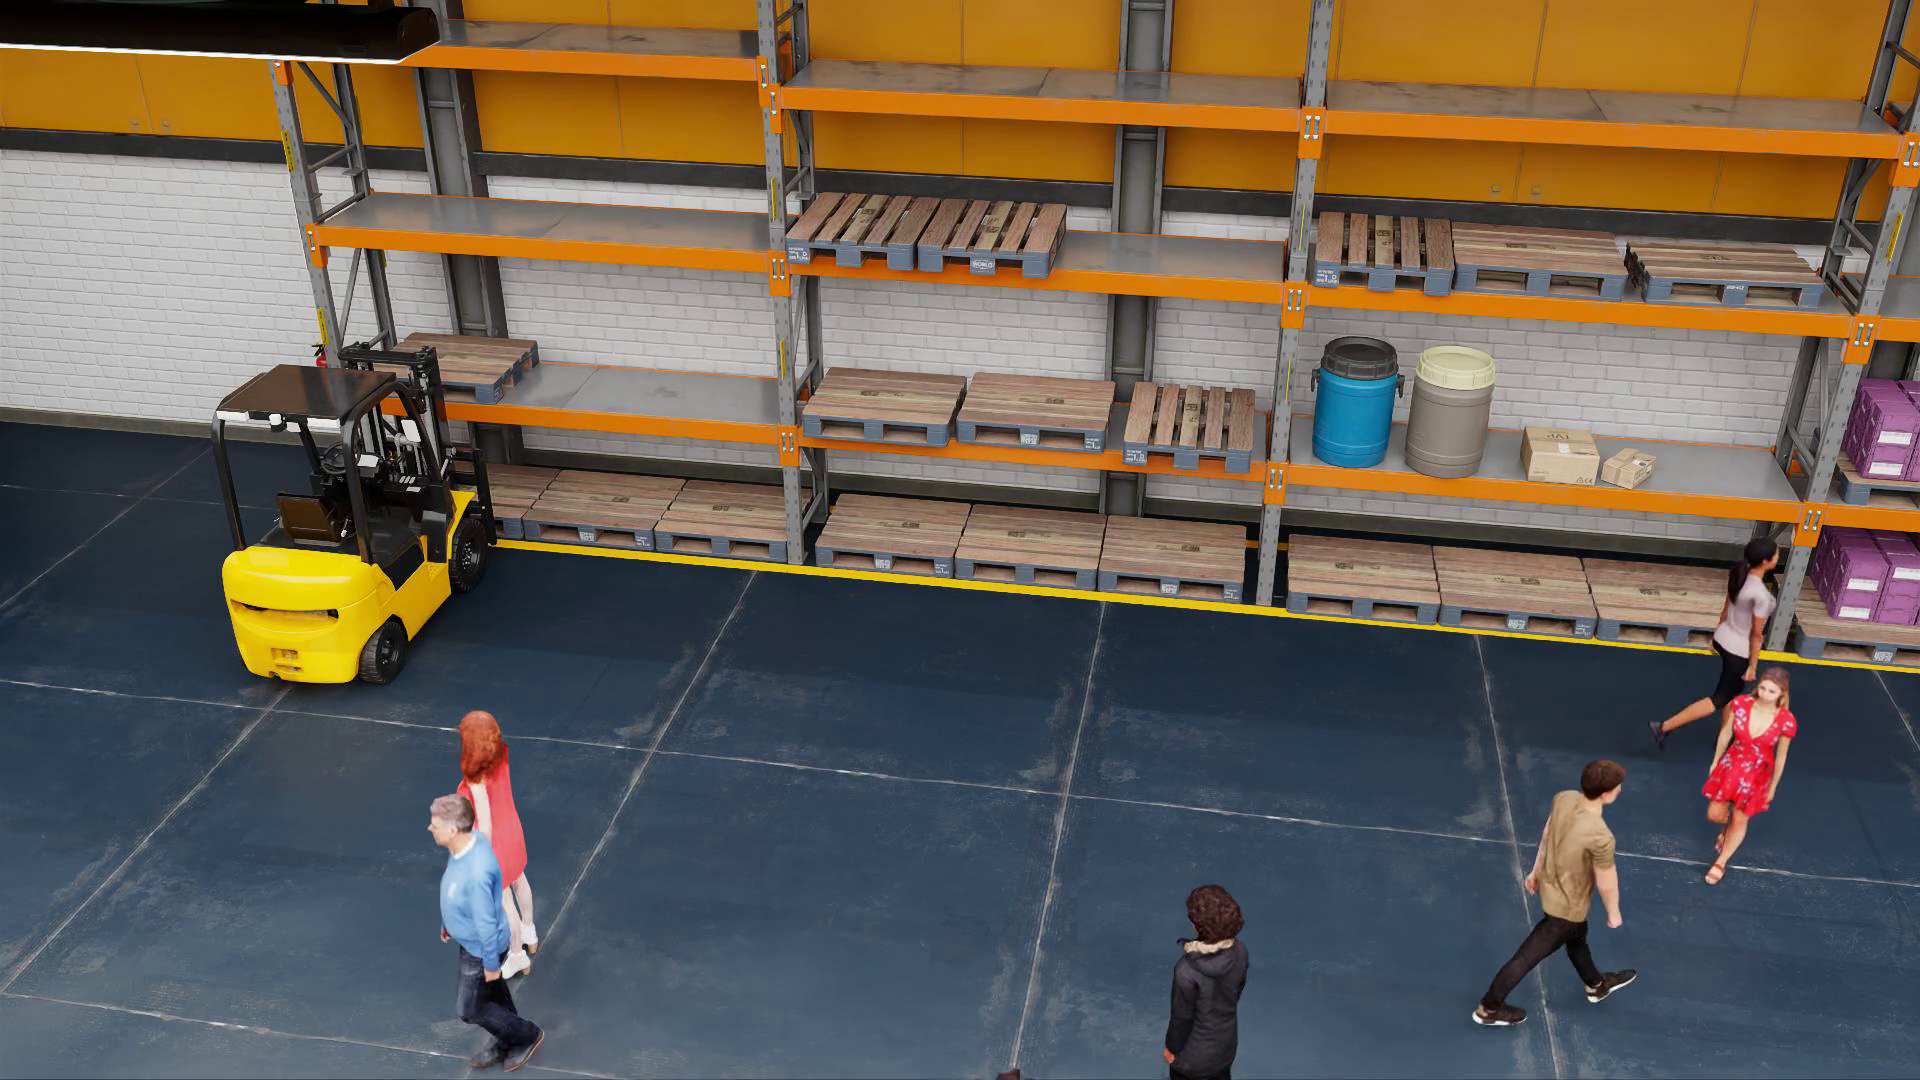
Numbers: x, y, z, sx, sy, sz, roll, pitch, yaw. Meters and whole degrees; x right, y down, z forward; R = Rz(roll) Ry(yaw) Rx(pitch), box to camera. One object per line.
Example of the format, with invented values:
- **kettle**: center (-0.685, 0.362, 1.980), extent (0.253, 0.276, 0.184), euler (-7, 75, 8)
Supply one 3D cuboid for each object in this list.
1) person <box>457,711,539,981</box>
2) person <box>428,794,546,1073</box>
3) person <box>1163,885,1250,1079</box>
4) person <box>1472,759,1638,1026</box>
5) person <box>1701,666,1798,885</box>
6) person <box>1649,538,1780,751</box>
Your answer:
- **person**: center (-2.674, 1.753, 9.642), extent (0.521, 1.828, 0.597), euler (3, 29, 5)
- **person**: center (-2.509, 2.118, 9.010), extent (0.849, 1.793, 0.806), euler (-15, 32, -25)
- **person**: center (1.230, 2.478, 8.364), extent (0.721, 1.778, 0.779), euler (-19, 34, -31)
- **person**: center (3.244, 2.010, 9.200), extent (1.296, 1.801, 0.882), euler (-3, 29, -6)
- **person**: center (4.978, 1.441, 10.466), extent (0.791, 1.586, 0.825), euler (24, 37, 37)
- **person**: center (5.289, 0.776, 11.544), extent (1.131, 1.722, 0.763), euler (-1, 29, -2)
